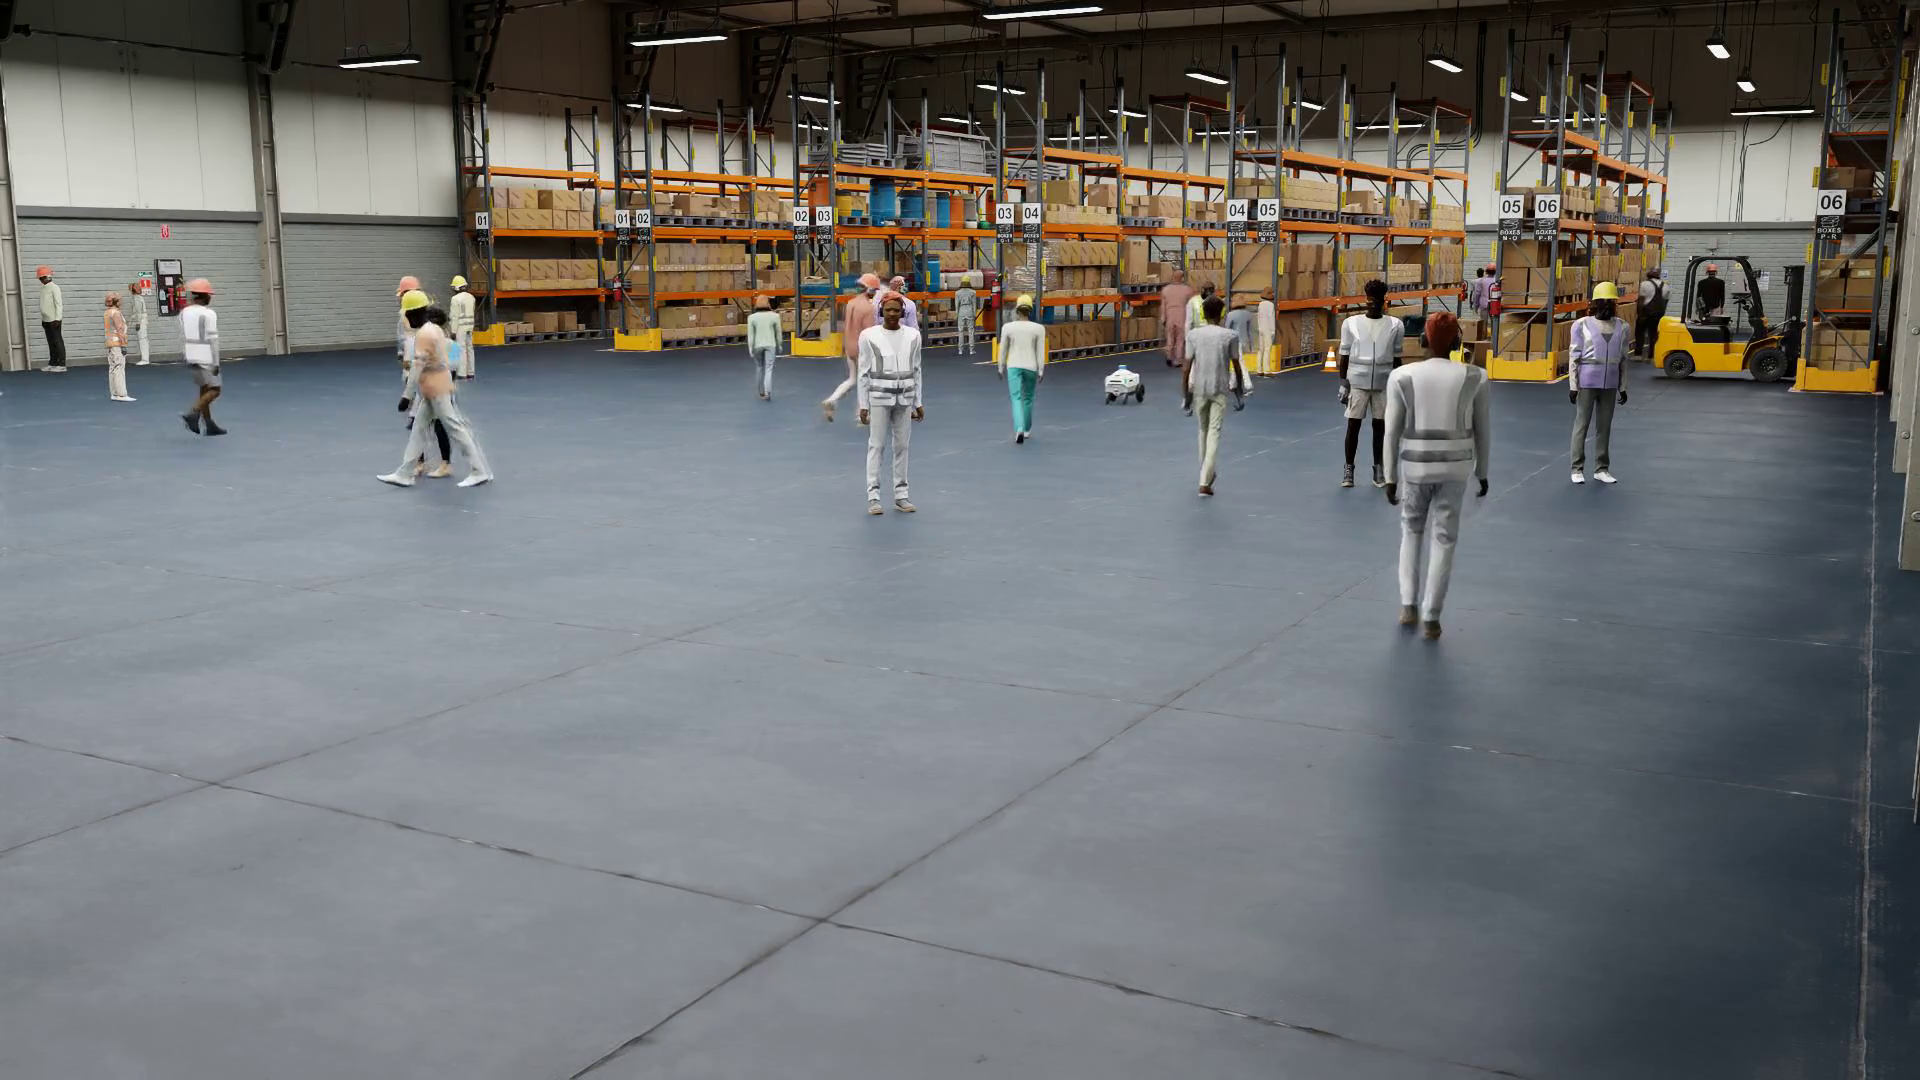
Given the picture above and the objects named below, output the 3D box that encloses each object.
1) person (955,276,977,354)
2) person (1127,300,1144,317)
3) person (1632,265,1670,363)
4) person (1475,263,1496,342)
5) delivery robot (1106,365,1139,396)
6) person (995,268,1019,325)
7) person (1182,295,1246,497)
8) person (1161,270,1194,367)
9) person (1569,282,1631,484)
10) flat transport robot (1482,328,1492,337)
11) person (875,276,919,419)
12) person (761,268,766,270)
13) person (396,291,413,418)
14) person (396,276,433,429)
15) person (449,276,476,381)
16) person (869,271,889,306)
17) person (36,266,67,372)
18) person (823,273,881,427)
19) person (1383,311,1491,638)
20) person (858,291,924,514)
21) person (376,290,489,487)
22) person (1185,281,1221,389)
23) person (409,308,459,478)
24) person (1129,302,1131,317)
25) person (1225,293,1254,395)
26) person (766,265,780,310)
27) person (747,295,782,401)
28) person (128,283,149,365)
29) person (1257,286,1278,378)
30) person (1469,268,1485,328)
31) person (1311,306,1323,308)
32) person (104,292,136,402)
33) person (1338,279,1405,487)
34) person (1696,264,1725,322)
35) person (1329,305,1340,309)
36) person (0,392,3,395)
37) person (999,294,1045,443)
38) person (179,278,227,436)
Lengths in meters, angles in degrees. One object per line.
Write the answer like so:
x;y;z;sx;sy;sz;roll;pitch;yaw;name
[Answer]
0.139;-5.002;37.000;0.486;1.744;0.298;1;10;6;person
4.876;-6.450;45.639;0.559;1.676;0.553;2;10;12;person
14.191;-4.659;34.119;0.724;2.000;0.577;-2;10;-10;person
12.632;-5.595;39.719;0.624;2.002;0.954;3;10;18;person
2.409;-2.347;24.652;0.477;0.478;0.707;4;10;22;delivery robot
1.100;-5.096;37.046;0.642;1.906;0.805;1;10;8;person
2.330;-1.329;15.270;0.520;1.817;0.963;4;11;23;person
4.289;-4.334;32.658;0.641;1.891;0.510;5;11;28;person
6.130;-1.503;15.962;0.587;1.930;0.357;-1;10;-6;person
14.218;-5.618;44.907;0.652;0.197;1.431;-1;10;-3;flat transport robot
-0.821;-2.570;22.280;0.651;1.907;0.409;5;11;27;person
-5.499;-6.924;47.958;0.739;1.851;0.528;-4;10;-22;person
-7.384;-2.536;22.345;0.548;1.814;0.591;-8;12;-37;person
-6.827;-2.332;20.828;0.398;1.923;0.571;0;10;-1;person
-8.711;-3.696;29.079;0.404;1.835;0.590;3;10;17;person
-1.497;-4.043;30.922;0.466;1.899;0.689;-4;11;-23;person
-17.156;-4.162;31.369;0.611;1.986;0.392;7;12;36;person
-1.339;-2.390;21.073;0.730;1.956;0.665;-7;12;-34;person
2.759;-0.389;9.627;0.580;1.860;0.650;4;10;20;person
-0.584;-1.159;14.087;0.584;1.881;0.337;-4;11;-24;person
-4.960;-1.405;15.614;1.033;1.858;0.606;-2;10;-13;person
3.932;-3.321;27.077;0.643;1.793;0.818;-2;10;-10;person
-5.166;-1.439;16.341;0.567;1.673;0.358;3;10;19;person
5.146;-6.997;48.106;0.629;1.940;0.372;4;10;21;person
4.395;-3.076;26.157;0.503;1.597;0.842;-6;12;-33;person
-5.342;-6.825;47.159;0.596;1.916;0.373;6;12;33;person
-2.968;-2.920;25.229;0.497;1.596;0.829;0;10;1;person
-16.419;-4.315;33.287;0.314;1.636;0.515;-4;10;-20;person
5.516;-3.730;29.871;0.285;1.633;0.497;-3;10;-19;person
13.943;-6.365;44.649;0.515;1.860;0.325;5;11;25;person
8.796;-5.877;41.642;0.644;1.907;0.400;6;11;32;person
-12.652;-2.894;24.959;0.513;1.639;0.307;9;13;43;person
3.872;-1.470;15.686;0.604;1.959;0.378;1;10;6;person
17.718;-5.516;39.273;0.617;1.992;0.394;4;11;25;person
10.855;-6.999;48.289;1.011;1.888;0.641;6;12;33;person
-15.244;-3.024;25.809;0.328;1.608;0.644;6;12;33;person
0.731;-2.015;19.534;0.532;1.732;0.853;0;10;-2;person
-9.147;-2.176;19.972;0.545;1.915;0.616;4;10;22;person
